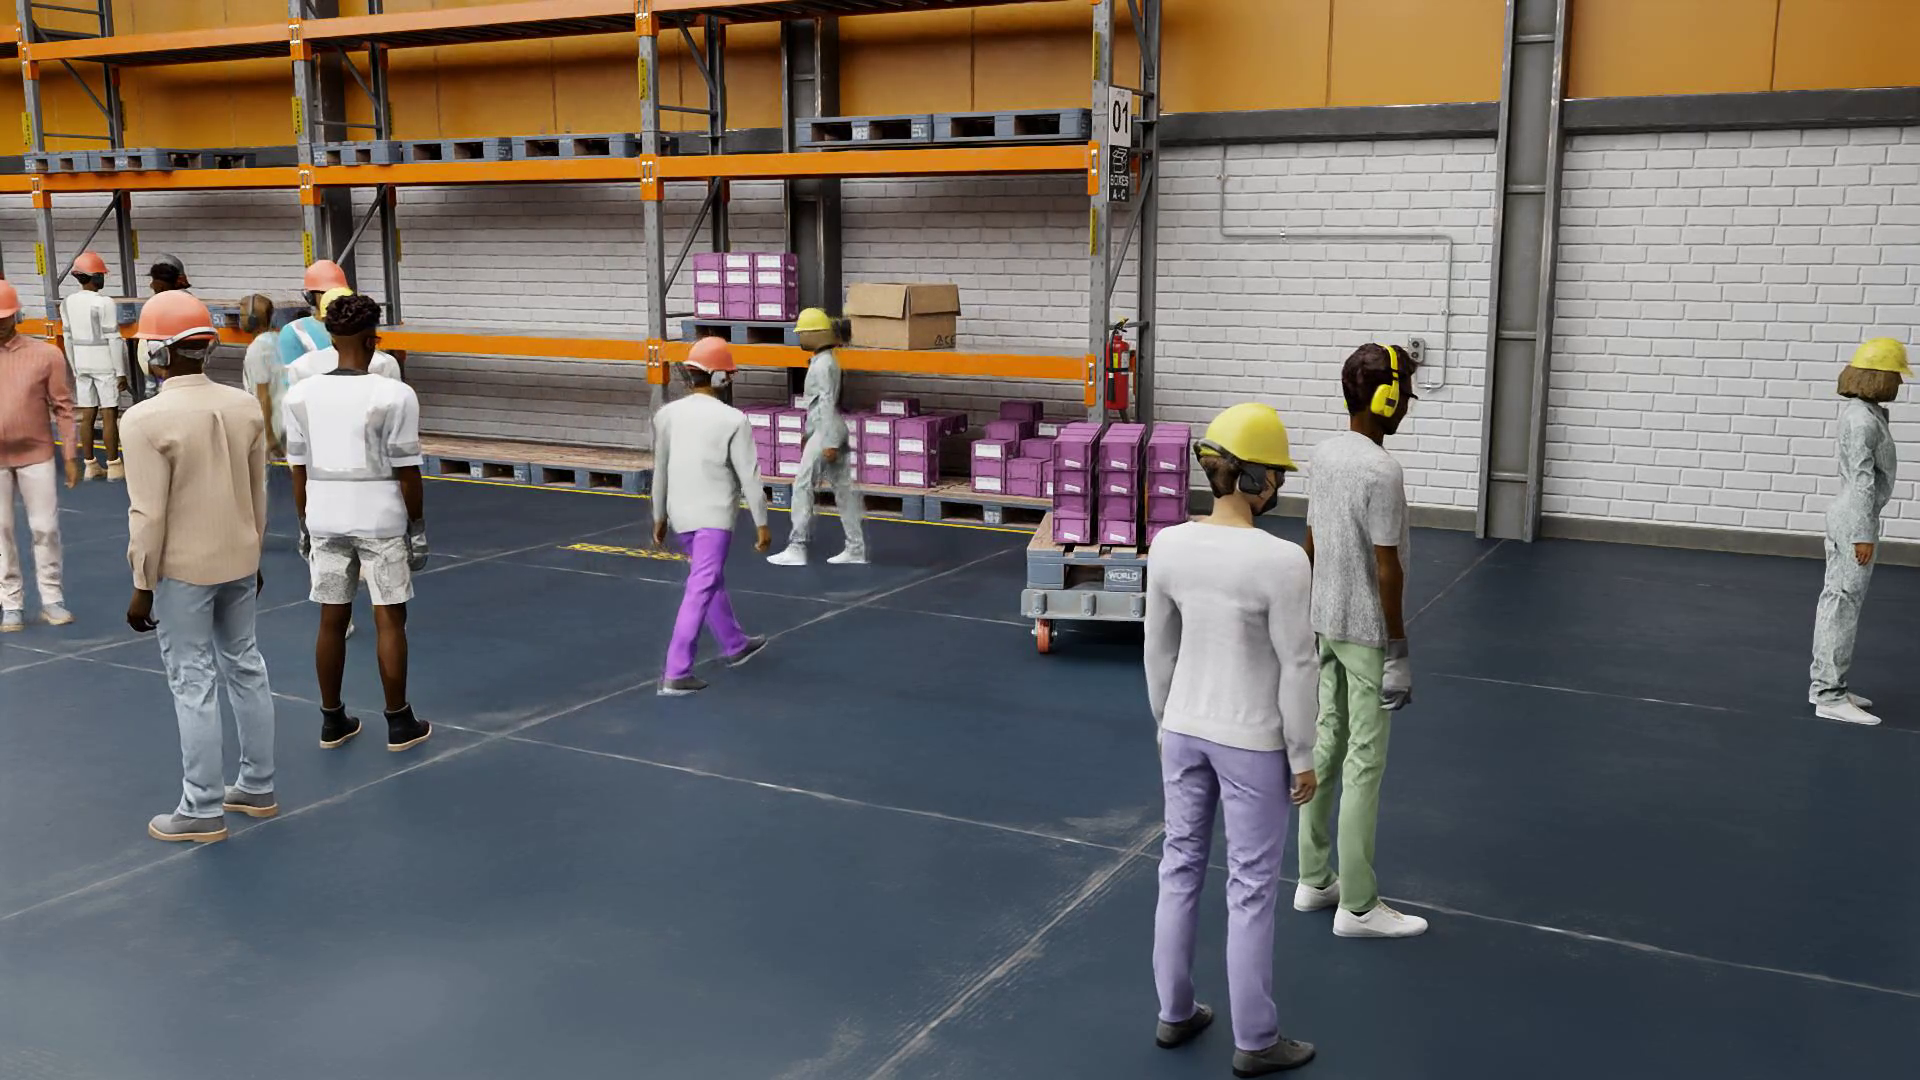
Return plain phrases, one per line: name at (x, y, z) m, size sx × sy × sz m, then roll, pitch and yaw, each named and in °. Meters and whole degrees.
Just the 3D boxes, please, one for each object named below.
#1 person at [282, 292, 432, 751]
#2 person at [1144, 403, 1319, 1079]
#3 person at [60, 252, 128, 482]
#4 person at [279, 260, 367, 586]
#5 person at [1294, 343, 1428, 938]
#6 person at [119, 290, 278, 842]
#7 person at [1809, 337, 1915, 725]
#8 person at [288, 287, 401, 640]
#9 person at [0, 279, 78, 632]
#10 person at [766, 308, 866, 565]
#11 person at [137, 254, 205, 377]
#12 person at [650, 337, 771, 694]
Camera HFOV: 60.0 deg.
person at (-2.559, -0.071, 7.106) m, size 0.603 × 1.957 × 0.385 m, roll 1°, pitch 10°, yaw 8°
person at (0.719, 0.523, 4.379) m, size 0.328 × 1.762 × 0.523 m, roll -10°, pitch 14°, yaw -43°
person at (-7.711, -1.539, 14.906) m, size 0.611 × 2.043 × 0.375 m, roll 4°, pitch 11°, yaw 19°
person at (-3.897, -0.713, 10.377) m, size 0.374 × 2.043 × 0.614 m, roll 7°, pitch 12°, yaw 33°
person at (1.266, 0.315, 5.235) m, size 0.329 × 1.865 × 0.512 m, roll -4°, pitch 11°, yaw -19°
person at (-2.771, 0.099, 6.056) m, size 0.378 × 1.995 × 0.612 m, roll 4°, pitch 11°, yaw 19°
person at (4.095, -0.049, 7.562) m, size 0.300 × 1.742 × 0.486 m, roll 4°, pitch 11°, yaw 23°
person at (-3.292, -0.399, 9.009) m, size 0.592 × 1.917 × 0.402 m, roll -1°, pitch 10°, yaw -5°
person at (-5.240, -0.458, 9.205) m, size 0.631 × 1.969 × 0.449 m, roll -5°, pitch 12°, yaw -26°
person at (-0.979, -0.674, 11.064) m, size 0.762 × 1.714 × 0.500 m, roll 1°, pitch 10°, yaw 4°
person at (-7.022, -1.523, 14.820) m, size 0.537 × 2.000 × 0.683 m, roll -4°, pitch 11°, yaw -19°
person at (-1.208, -0.138, 8.156) m, size 0.593 × 1.698 × 0.914 m, roll 7°, pitch 12°, yaw 33°
